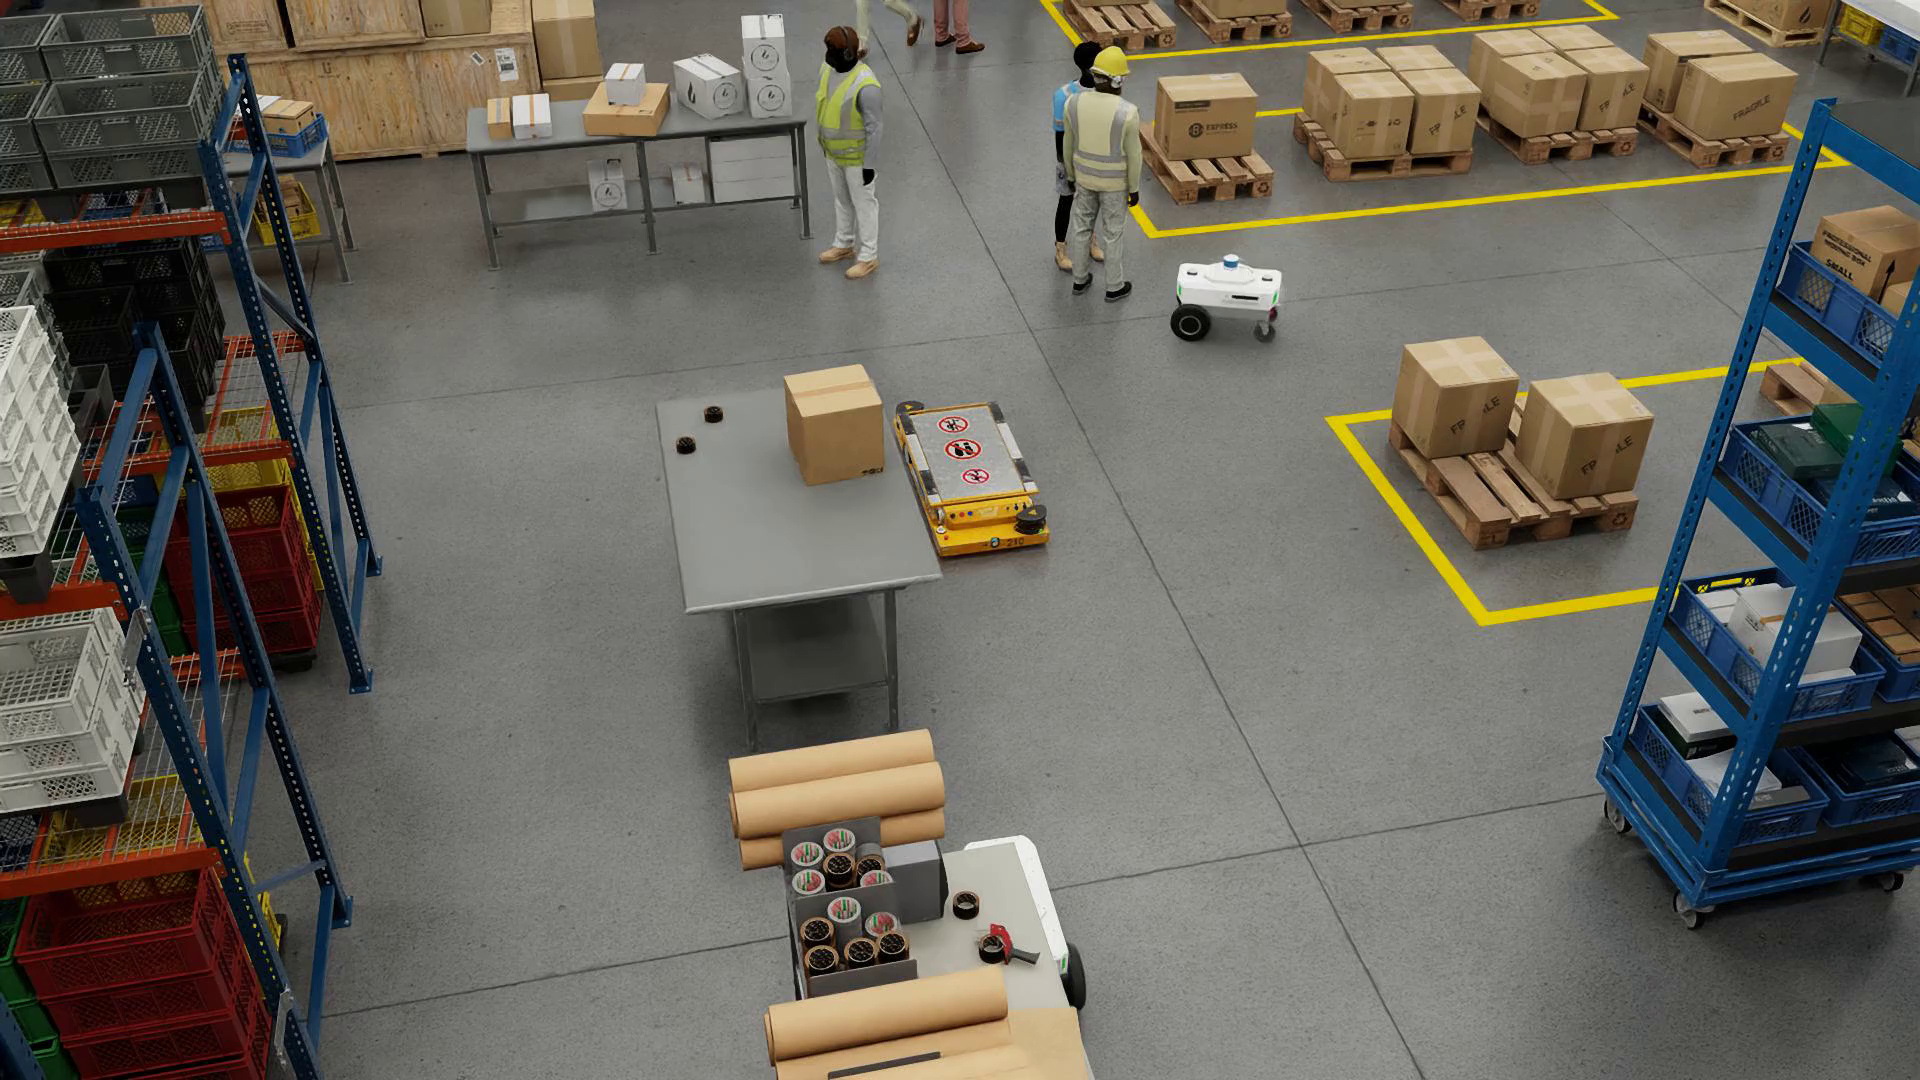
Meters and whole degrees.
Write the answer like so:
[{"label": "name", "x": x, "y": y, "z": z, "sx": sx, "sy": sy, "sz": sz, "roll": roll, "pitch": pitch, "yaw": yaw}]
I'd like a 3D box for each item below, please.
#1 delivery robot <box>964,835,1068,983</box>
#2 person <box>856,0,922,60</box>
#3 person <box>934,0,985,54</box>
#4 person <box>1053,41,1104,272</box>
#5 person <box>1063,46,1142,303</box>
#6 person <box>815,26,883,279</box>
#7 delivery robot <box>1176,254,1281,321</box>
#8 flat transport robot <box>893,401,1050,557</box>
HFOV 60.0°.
[{"label": "delivery robot", "x": 0.222, "y": 1.590, "z": 7.082, "sx": 0.477, "sy": 0.478, "sz": 0.707, "roll": -7, "pitch": 37, "yaw": -9}, {"label": "person", "x": -0.740, "y": -5.450, "z": 15.565, "sx": 0.539, "sy": 1.838, "sz": 0.820, "roll": 22, "pitch": 42, "yaw": 27}, {"label": "person", "x": -0.036, "y": -5.575, "z": 15.662, "sx": 0.407, "sy": 1.910, "sz": 0.639, "roll": -28, "pitch": 45, "yaw": -33}, {"label": "person", "x": 0.902, "y": -2.796, "z": 12.102, "sx": 0.533, "sy": 1.697, "sz": 0.318, "roll": -20, "pitch": 41, "yaw": -25}, {"label": "person", "x": 1.008, "y": -2.547, "z": 11.663, "sx": 0.586, "sy": 1.823, "sz": 0.403, "roll": 19, "pitch": 41, "yaw": 24}, {"label": "person", "x": -0.805, "y": -2.789, "z": 11.972, "sx": 0.430, "sy": 1.844, "sz": 0.624, "roll": -24, "pitch": 43, "yaw": -29}, {"label": "delivery robot", "x": 1.869, "y": -1.746, "z": 11.558, "sx": 0.707, "sy": 0.478, "sz": 0.477, "roll": 8, "pitch": 37, "yaw": 9}, {"label": "flat transport robot", "x": 0.046, "y": -0.430, "z": 10.108, "sx": 0.652, "sy": 0.197, "sz": 1.431, "roll": -8, "pitch": 37, "yaw": -10}]
